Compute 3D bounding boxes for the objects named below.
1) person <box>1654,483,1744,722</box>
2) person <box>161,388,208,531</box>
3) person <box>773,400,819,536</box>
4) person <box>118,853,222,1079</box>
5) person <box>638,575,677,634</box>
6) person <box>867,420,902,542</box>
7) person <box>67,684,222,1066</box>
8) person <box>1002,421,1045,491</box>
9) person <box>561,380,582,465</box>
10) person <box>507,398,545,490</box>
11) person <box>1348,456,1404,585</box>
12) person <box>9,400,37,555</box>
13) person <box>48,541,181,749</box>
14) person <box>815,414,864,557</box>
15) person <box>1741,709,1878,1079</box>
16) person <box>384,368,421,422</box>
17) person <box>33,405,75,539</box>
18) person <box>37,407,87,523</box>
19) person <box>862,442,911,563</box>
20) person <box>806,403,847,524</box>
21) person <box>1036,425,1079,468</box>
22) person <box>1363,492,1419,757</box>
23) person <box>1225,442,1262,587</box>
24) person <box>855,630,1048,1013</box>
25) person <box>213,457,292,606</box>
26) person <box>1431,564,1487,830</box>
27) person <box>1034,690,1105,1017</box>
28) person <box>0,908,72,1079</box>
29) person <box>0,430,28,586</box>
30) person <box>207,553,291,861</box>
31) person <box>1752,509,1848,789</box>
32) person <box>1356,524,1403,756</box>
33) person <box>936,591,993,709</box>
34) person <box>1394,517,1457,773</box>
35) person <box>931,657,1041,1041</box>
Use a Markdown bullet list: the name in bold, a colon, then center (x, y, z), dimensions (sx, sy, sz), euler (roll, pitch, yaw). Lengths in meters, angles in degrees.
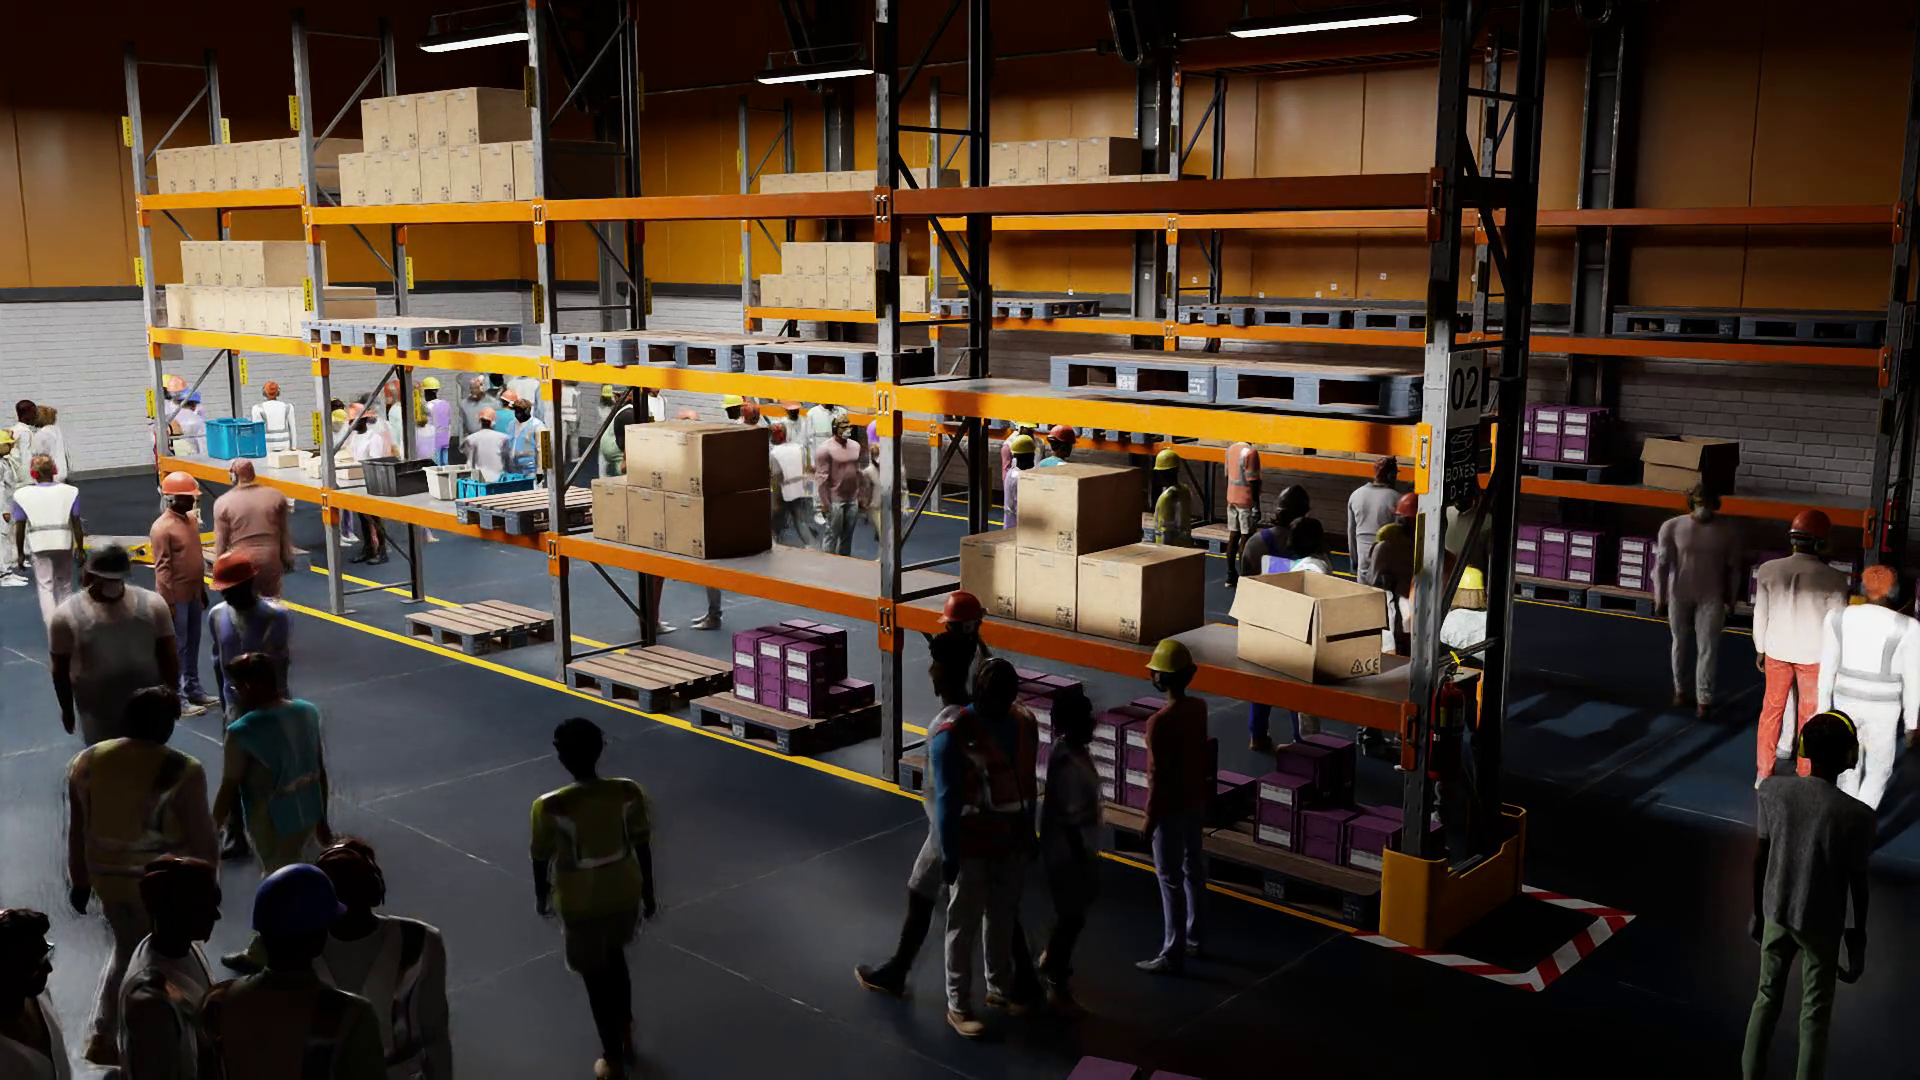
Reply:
- **person**: center (5.894, 0.493, 13.322), dimensions (0.640, 1.887, 1.015), euler (4, 11, 23)
- **person**: center (-10.183, -1.031, 21.883), dimensions (0.644, 1.909, 0.597), euler (2, 10, 13)
- **person**: center (-2.220, -1.016, 21.954), dimensions (0.547, 1.886, 1.008), euler (-9, 13, -41)
- **person**: center (-2.487, 1.911, 5.362), dimensions (0.369, 1.879, 0.584), euler (-3, 11, -17)
- **person**: center (-3.007, -0.022, 16.206), dimensions (0.396, 1.908, 0.599), euler (-5, 11, -28)
- **person**: center (-0.924, -0.917, 21.217), dimensions (0.386, 1.924, 0.549), euler (9, 13, 41)
- **person**: center (-3.675, 1.558, 7.521), dimensions (0.660, 1.817, 0.434), euler (2, 10, 11)
- **person**: center (0.782, -0.631, 19.890), dimensions (0.586, 1.824, 0.404), euler (-6, 12, -30)
- **person**: center (-6.749, -2.091, 28.789), dimensions (0.515, 1.586, 0.758), euler (2, 10, 11)
- **person**: center (-5.584, -0.908, 21.404), dimensions (0.624, 1.838, 0.430), euler (6, 12, 29)
- **person**: center (3.811, 0.187, 15.014), dimensions (0.409, 1.906, 0.652), euler (-8, 13, -38)
- **person**: center (-11.497, -0.764, 20.402), dimensions (0.441, 1.908, 0.616), euler (-9, 13, -40)
- **person**: center (-5.158, 0.960, 10.263), dimensions (0.683, 2.000, 1.047), euler (-8, 13, -40)
- **person**: center (-1.317, -0.435, 18.440), dimensions (0.368, 1.939, 0.633), euler (8, 13, 40)
- **person**: center (3.572, 1.627, 7.022), dimensions (0.326, 1.861, 0.499), euler (-8, 13, -38)
- **person**: center (-9.026, -1.963, 27.000), dimensions (0.607, 1.966, 0.367), euler (-7, 12, -34)
- **person**: center (-11.289, -0.768, 20.649), dimensions (0.430, 1.817, 0.540), euler (1, 10, 5)
- **person**: center (-12.423, -1.016, 22.676), dimensions (0.828, 1.603, 0.520), euler (-2, 10, -10)
- **person**: center (-0.838, -0.311, 18.689), dimensions (0.518, 1.600, 0.543), euler (-3, 11, -19)
- **person**: center (-1.810, -1.175, 22.698), dimensions (0.589, 1.913, 0.394), euler (-5, 11, -28)
- **person**: center (0.992, -0.145, 16.541), dimensions (0.403, 2.035, 0.606), euler (-5, 11, -26)
- **person**: center (3.308, 0.620, 12.356), dimensions (0.619, 1.986, 0.410), euler (-6, 11, -29)
- **person**: center (3.136, -0.418, 18.285), dimensions (0.379, 1.959, 0.602), euler (-3, 11, -19)
- **person**: center (-0.008, 1.394, 8.215), dimensions (1.022, 1.904, 0.616), euler (5, 11, 26)
- **person**: center (-6.412, 0.183, 15.087), dimensions (0.661, 1.884, 0.422), euler (-7, 12, -36)
- **person**: center (3.273, 1.017, 10.813), dimensions (0.486, 1.736, 0.323), euler (-1, 10, -7)
- **person**: center (0.531, 1.524, 8.203), dimensions (0.363, 1.671, 0.638), euler (1, 10, 8)
- **person**: center (-2.872, 1.991, 5.029), dimensions (0.384, 1.838, 0.568), euler (-2, 10, -10)
- **person**: center (-10.638, -0.357, 18.547), dimensions (0.287, 1.746, 0.487), euler (-5, 11, -27)
- **person**: center (-4.430, 1.020, 10.330), dimensions (0.535, 1.887, 0.904), euler (0, 10, -1)
- **person**: center (5.765, 0.777, 11.428), dimensions (0.381, 1.995, 0.611), euler (-9, 13, -41)
- **person**: center (3.163, 0.738, 12.395), dimensions (0.321, 1.738, 0.487), euler (0, 10, 3)
- **person**: center (0.039, 1.161, 9.970), dimensions (0.353, 1.744, 0.567), euler (-2, 10, -9)
- **person**: center (3.371, 0.731, 11.905), dimensions (0.392, 1.920, 0.589), euler (5, 11, 28)
- **person**: center (0.157, 1.459, 8.016), dimensions (0.625, 1.840, 0.430), euler (-9, 13, -40)
